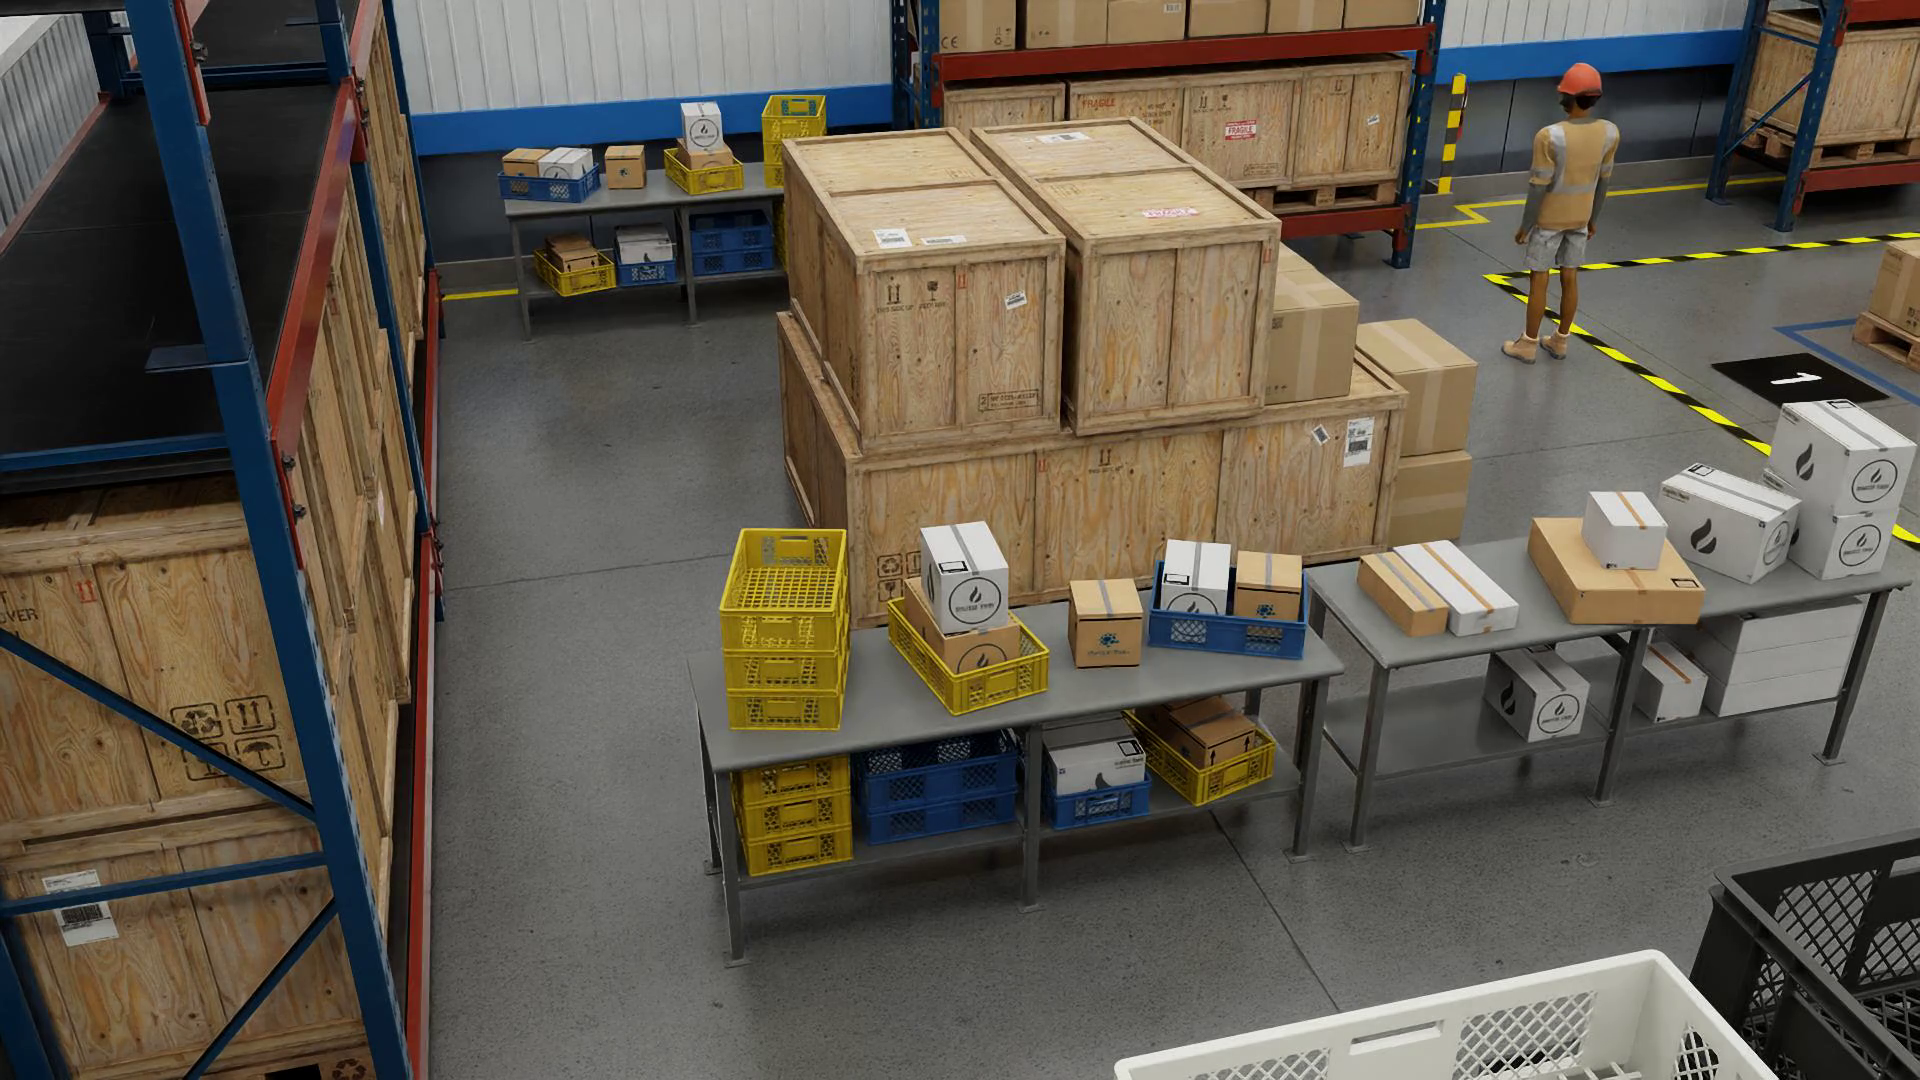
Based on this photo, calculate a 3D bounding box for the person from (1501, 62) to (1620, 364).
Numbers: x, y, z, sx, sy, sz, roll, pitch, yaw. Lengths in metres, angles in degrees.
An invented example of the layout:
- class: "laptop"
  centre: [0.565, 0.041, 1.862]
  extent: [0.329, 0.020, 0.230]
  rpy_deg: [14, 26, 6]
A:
- class: "person"
  centre: [4.051, -2.185, 11.245]
  extent: [0.605, 2.046, 0.366]
  rpy_deg: [-7, 30, -13]
